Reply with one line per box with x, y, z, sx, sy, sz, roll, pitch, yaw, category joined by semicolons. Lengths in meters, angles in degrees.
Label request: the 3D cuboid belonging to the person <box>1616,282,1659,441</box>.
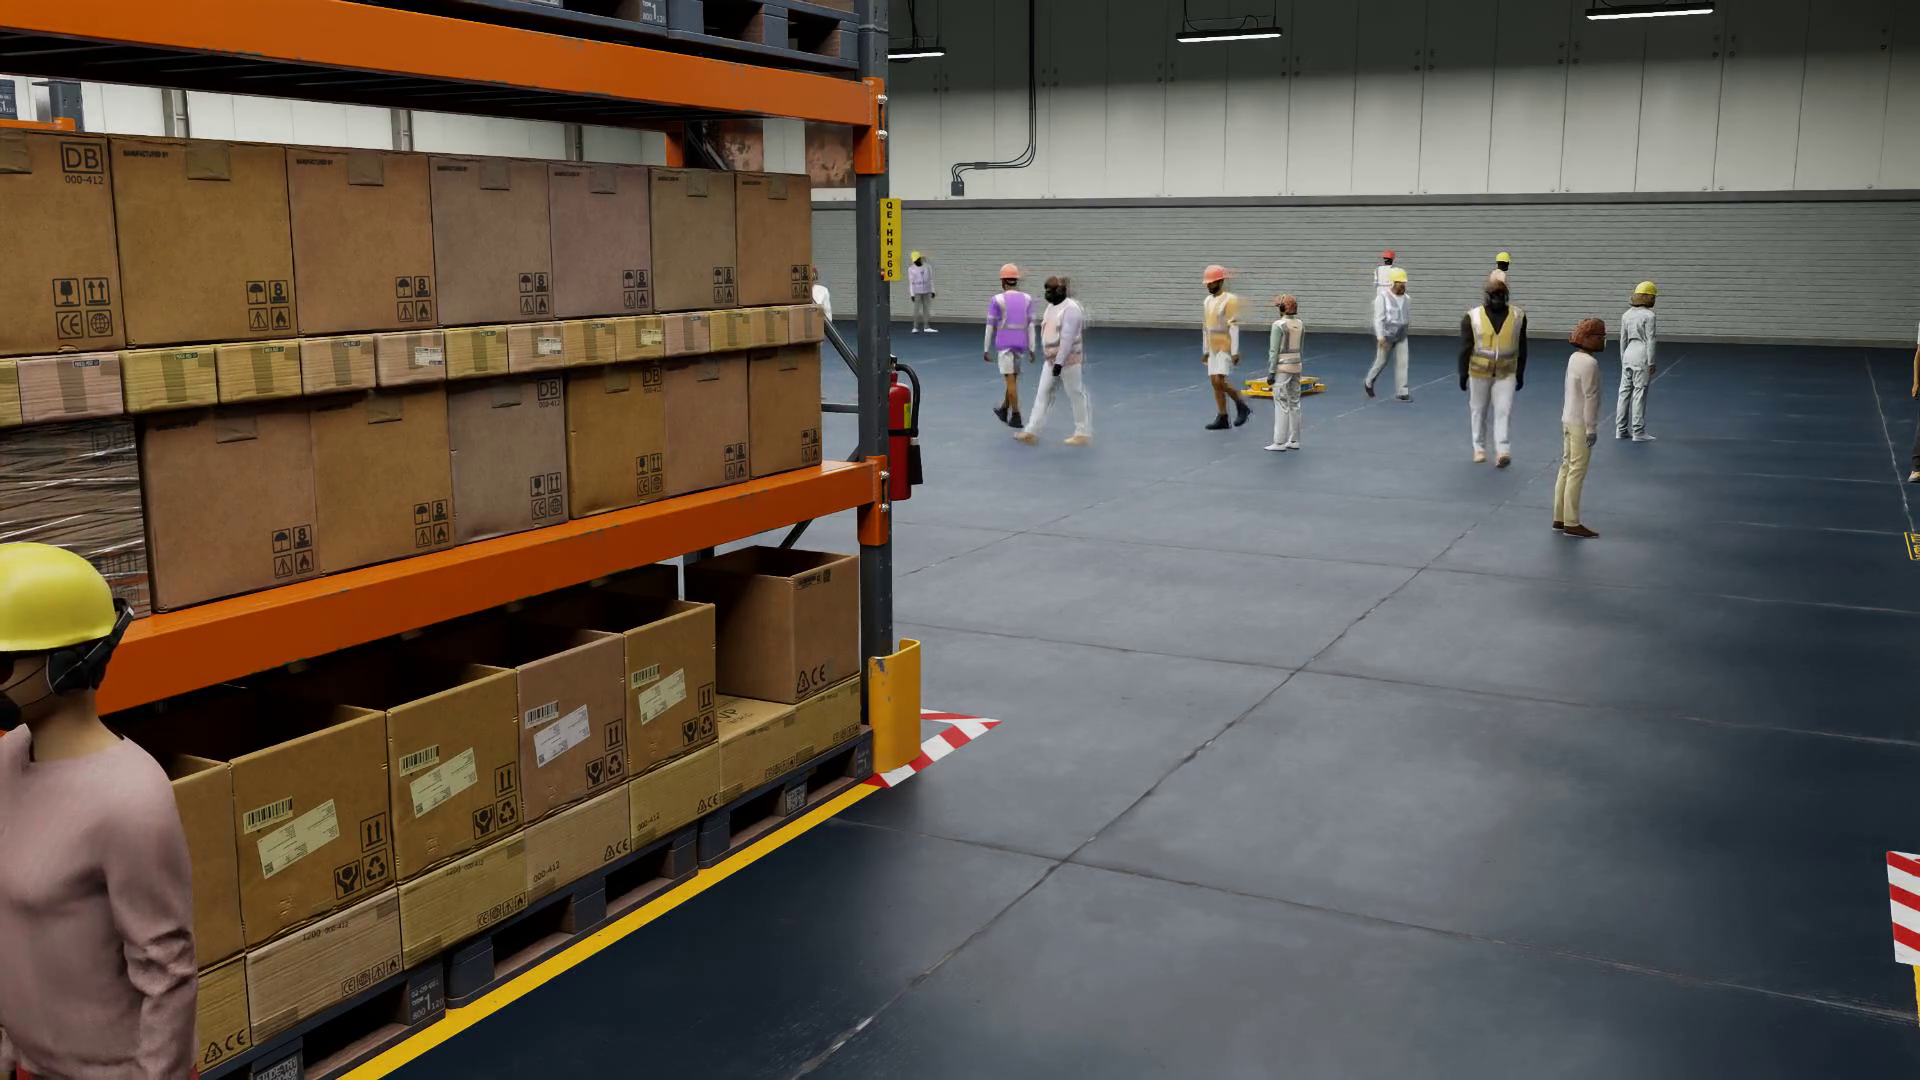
7.463;-1.959;18.260;0.311;1.735;0.483;-4;11;-20;person

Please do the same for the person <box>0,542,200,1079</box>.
-1.434;0.873;2.731;0.523;1.769;0.313;8;13;35;person

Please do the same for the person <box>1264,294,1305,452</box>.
3.402;-1.741;17.354;0.513;1.635;0.311;-10;14;-43;person

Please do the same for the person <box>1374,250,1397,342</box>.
8.975;-5.134;35.021;0.379;1.938;0.547;-10;14;-43;person

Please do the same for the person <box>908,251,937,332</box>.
-0.840;-5.728;38.454;0.744;1.876;0.384;-5;11;-24;person

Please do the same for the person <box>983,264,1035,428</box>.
0.541;-2.299;19.671;0.574;1.891;0.949;-5;11;-24;person

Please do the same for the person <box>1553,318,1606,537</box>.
4.658;-0.846;12.465;0.271;1.632;0.503;1;10;4;person

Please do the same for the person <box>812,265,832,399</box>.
-2.088;-2.890;23.036;0.580;1.855;0.904;-7;13;-34;person

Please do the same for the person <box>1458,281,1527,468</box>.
5.186;-1.610;16.199;0.651;1.791;0.955;2;11;12;person

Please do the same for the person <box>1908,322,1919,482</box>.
8.912;-1.426;15.053;0.508;1.846;0.345;5;11;24;person

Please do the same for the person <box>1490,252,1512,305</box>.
10.069;-4.399;31.040;0.370;1.925;0.594;0;10;0;person

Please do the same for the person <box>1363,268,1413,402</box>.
5.852;-2.790;22.620;0.590;1.802;0.841;-4;11;-18;person

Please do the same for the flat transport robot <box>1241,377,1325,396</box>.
4.549;-2.166;23.387;0.652;0.197;1.431;7;12;34;flat transport robot

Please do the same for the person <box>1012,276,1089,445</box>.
0.994;-1.888;17.691;0.900;1.798;0.639;-5;12;-26;person

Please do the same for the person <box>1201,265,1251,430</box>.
3.019;-2.225;19.250;0.539;1.902;0.552;-5;11;-25;person
